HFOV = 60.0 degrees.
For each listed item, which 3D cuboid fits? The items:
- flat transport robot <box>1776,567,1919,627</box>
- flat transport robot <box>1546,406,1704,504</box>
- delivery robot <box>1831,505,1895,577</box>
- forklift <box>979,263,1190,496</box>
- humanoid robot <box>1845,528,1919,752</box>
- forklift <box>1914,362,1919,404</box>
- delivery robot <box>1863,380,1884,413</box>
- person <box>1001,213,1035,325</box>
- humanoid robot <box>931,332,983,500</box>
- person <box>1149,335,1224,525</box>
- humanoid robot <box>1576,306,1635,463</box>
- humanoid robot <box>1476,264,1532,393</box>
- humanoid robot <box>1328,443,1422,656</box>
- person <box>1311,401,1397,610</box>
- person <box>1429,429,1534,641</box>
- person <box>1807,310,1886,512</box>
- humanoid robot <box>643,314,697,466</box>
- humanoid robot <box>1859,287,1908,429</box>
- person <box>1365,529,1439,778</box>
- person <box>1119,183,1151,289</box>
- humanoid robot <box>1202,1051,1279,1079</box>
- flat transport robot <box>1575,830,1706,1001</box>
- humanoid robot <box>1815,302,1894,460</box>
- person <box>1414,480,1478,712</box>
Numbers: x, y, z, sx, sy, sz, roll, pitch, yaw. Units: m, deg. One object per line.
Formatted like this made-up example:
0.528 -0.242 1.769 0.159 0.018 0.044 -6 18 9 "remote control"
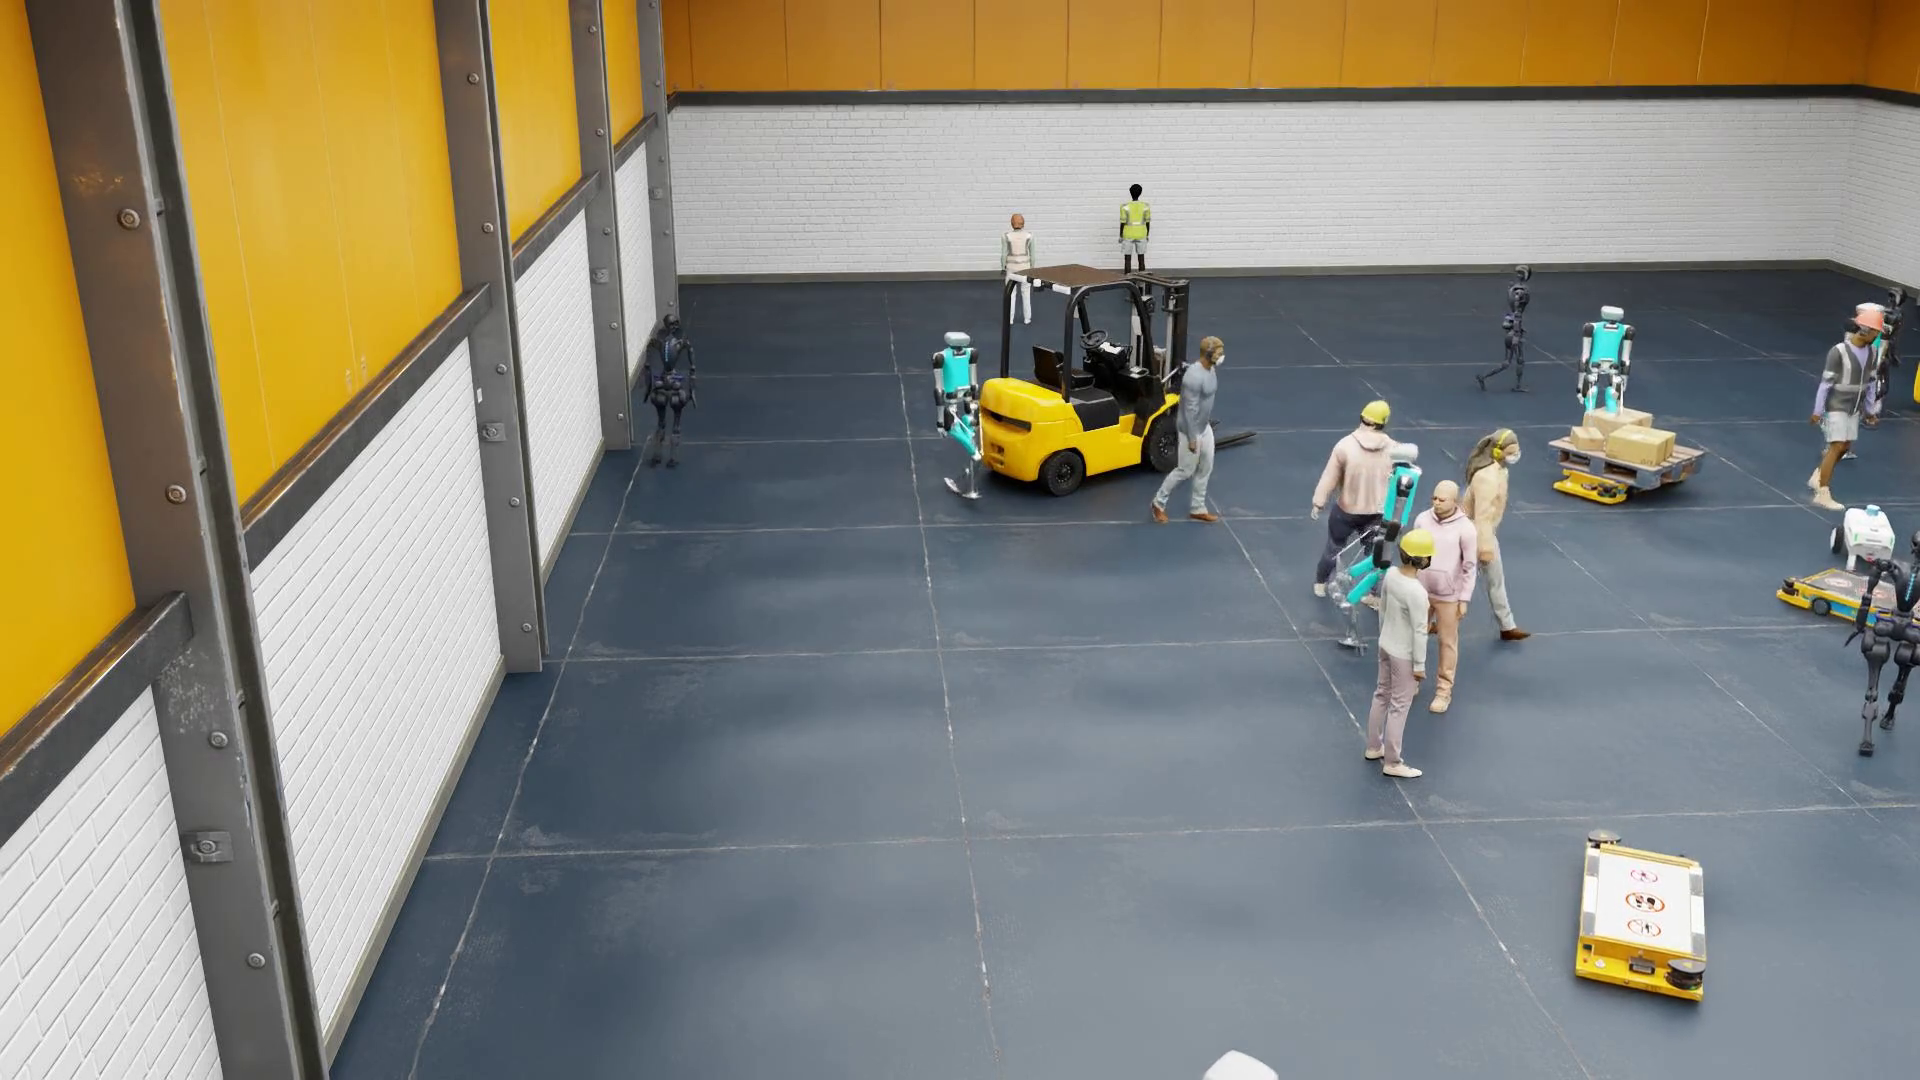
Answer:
7.775 0.569 14.077 0.659 0.231 1.431 -13 24 -31 "flat transport robot"
6.935 -0.664 17.435 1.431 0.231 0.659 -15 25 -35 "flat transport robot"
8.345 -0.029 15.300 0.499 0.601 0.783 8 21 20 "delivery robot"
1.315 -1.764 17.646 2.313 2.155 1.214 -14 24 -33 "forklift"
6.648 0.676 11.825 0.588 1.631 0.795 11 23 28 "humanoid robot"
12.602 -2.435 19.475 2.313 2.155 1.214 -1 20 -4 "forklift"
10.987 -1.890 20.343 0.499 0.581 0.754 1 20 3 "delivery robot"
0.853 -3.981 24.485 0.512 1.637 0.308 -1 20 -4 "person"
0.084 -1.182 16.714 0.543 1.749 0.982 -14 24 -33 "humanoid robot"
2.217 -1.068 16.175 0.680 1.904 0.651 10 22 25 "person"
6.863 -1.540 17.732 0.530 1.788 0.819 4 21 11 "humanoid robot"
6.898 -2.658 20.866 0.688 1.634 0.608 7 21 19 "humanoid robot"
3.229 0.111 13.277 0.769 1.837 0.534 5 21 14 "humanoid robot"
3.429 -0.323 14.283 0.834 1.821 0.651 0 20 -1 "person"
4.231 -0.038 13.468 0.993 1.817 0.588 12 23 29 "person"
8.932 -1.344 16.805 0.651 1.985 0.712 -8 21 -20 "person"
-3.155 -1.628 18.031 0.609 1.630 0.437 2 20 6 "humanoid robot"
10.761 -2.165 19.495 0.612 1.638 0.406 -16 25 -36 "humanoid robot"
3.043 0.760 11.384 0.325 1.766 0.532 -5 21 -13 "person"
2.822 -4.910 26.929 0.536 1.695 0.320 -3 20 -7 "person"
0.918 2.750 6.035 0.564 1.753 0.959 13 24 32 "humanoid robot"
3.981 2.168 9.720 0.659 0.231 1.431 8 22 20 "flat transport robot"
9.523 -1.693 17.914 0.735 1.677 0.533 -9 22 -24 "humanoid robot"
3.551 0.398 12.345 0.525 1.782 0.405 17 26 38 "person"
